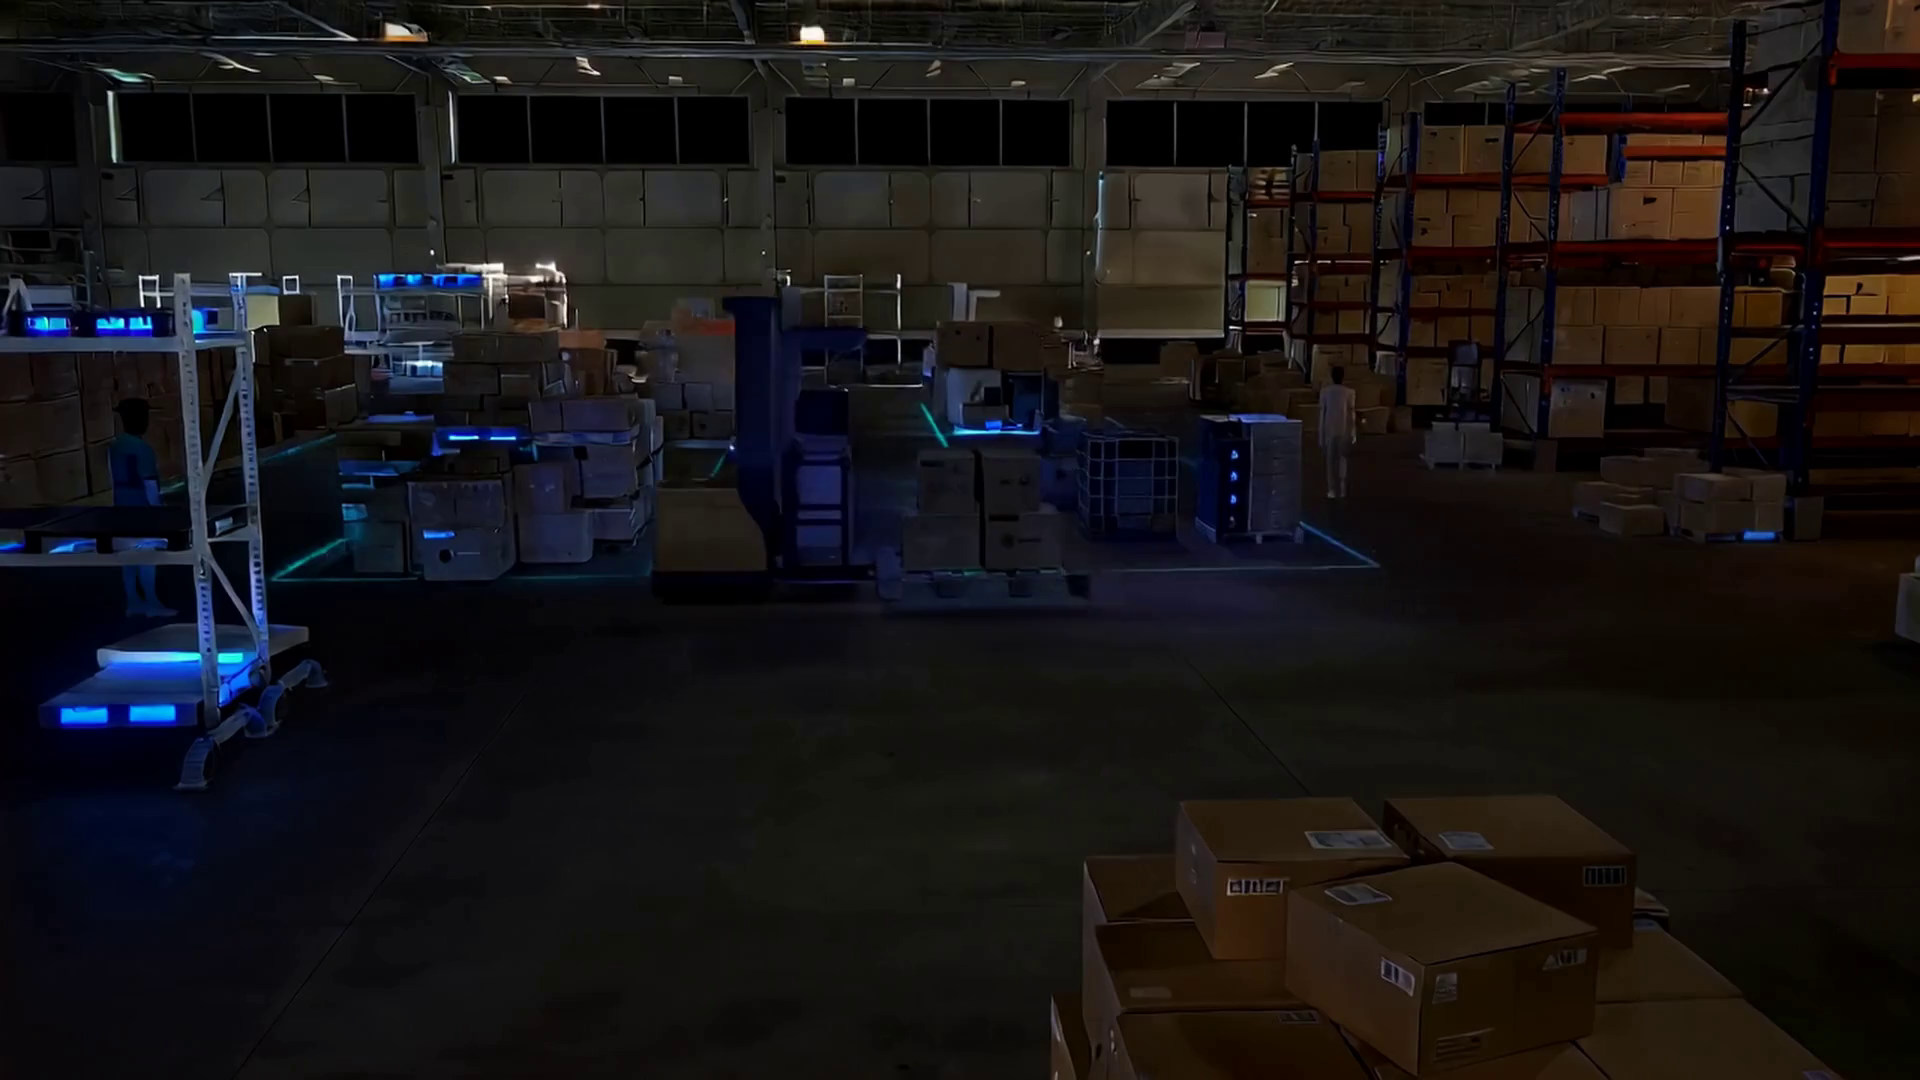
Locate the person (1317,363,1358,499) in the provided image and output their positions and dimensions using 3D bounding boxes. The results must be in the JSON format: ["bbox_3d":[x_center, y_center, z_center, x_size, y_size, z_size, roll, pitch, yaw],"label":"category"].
[{"bbox_3d":[5.084,-1.460,22.422,0.544,1.852,0.449,2,9,10],"label":"person"}]

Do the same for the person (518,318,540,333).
[{"bbox_3d":[-11.385,-4.931,44.076,0.643,1.909,0.957,-2,9,-14],"label":"person"}]

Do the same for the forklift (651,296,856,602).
[{"bbox_3d":[-1.932,-0.886,15.596,1.873,2.768,1.129,-1,9,-4],"label":"forklift"}]

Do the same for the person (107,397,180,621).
[{"bbox_3d":[-7.196,-0.272,14.597,0.607,1.966,0.367,6,11,33],"label":"person"}]

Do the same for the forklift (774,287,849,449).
[{"bbox_3d":[-2.857,-2.959,28.607,1.873,2.768,1.129,-1,9,-4],"label":"forklift"}]

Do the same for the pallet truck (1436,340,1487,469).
[{"bbox_3d":[8.004,-2.170,26.422,0.823,1.965,1.885,2,9,14],"label":"pallet truck"}]

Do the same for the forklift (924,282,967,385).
[{"bbox_3d":[-0.020,-5.569,44.998,1.873,2.768,1.129,-1,9,-4],"label":"forklift"}]
